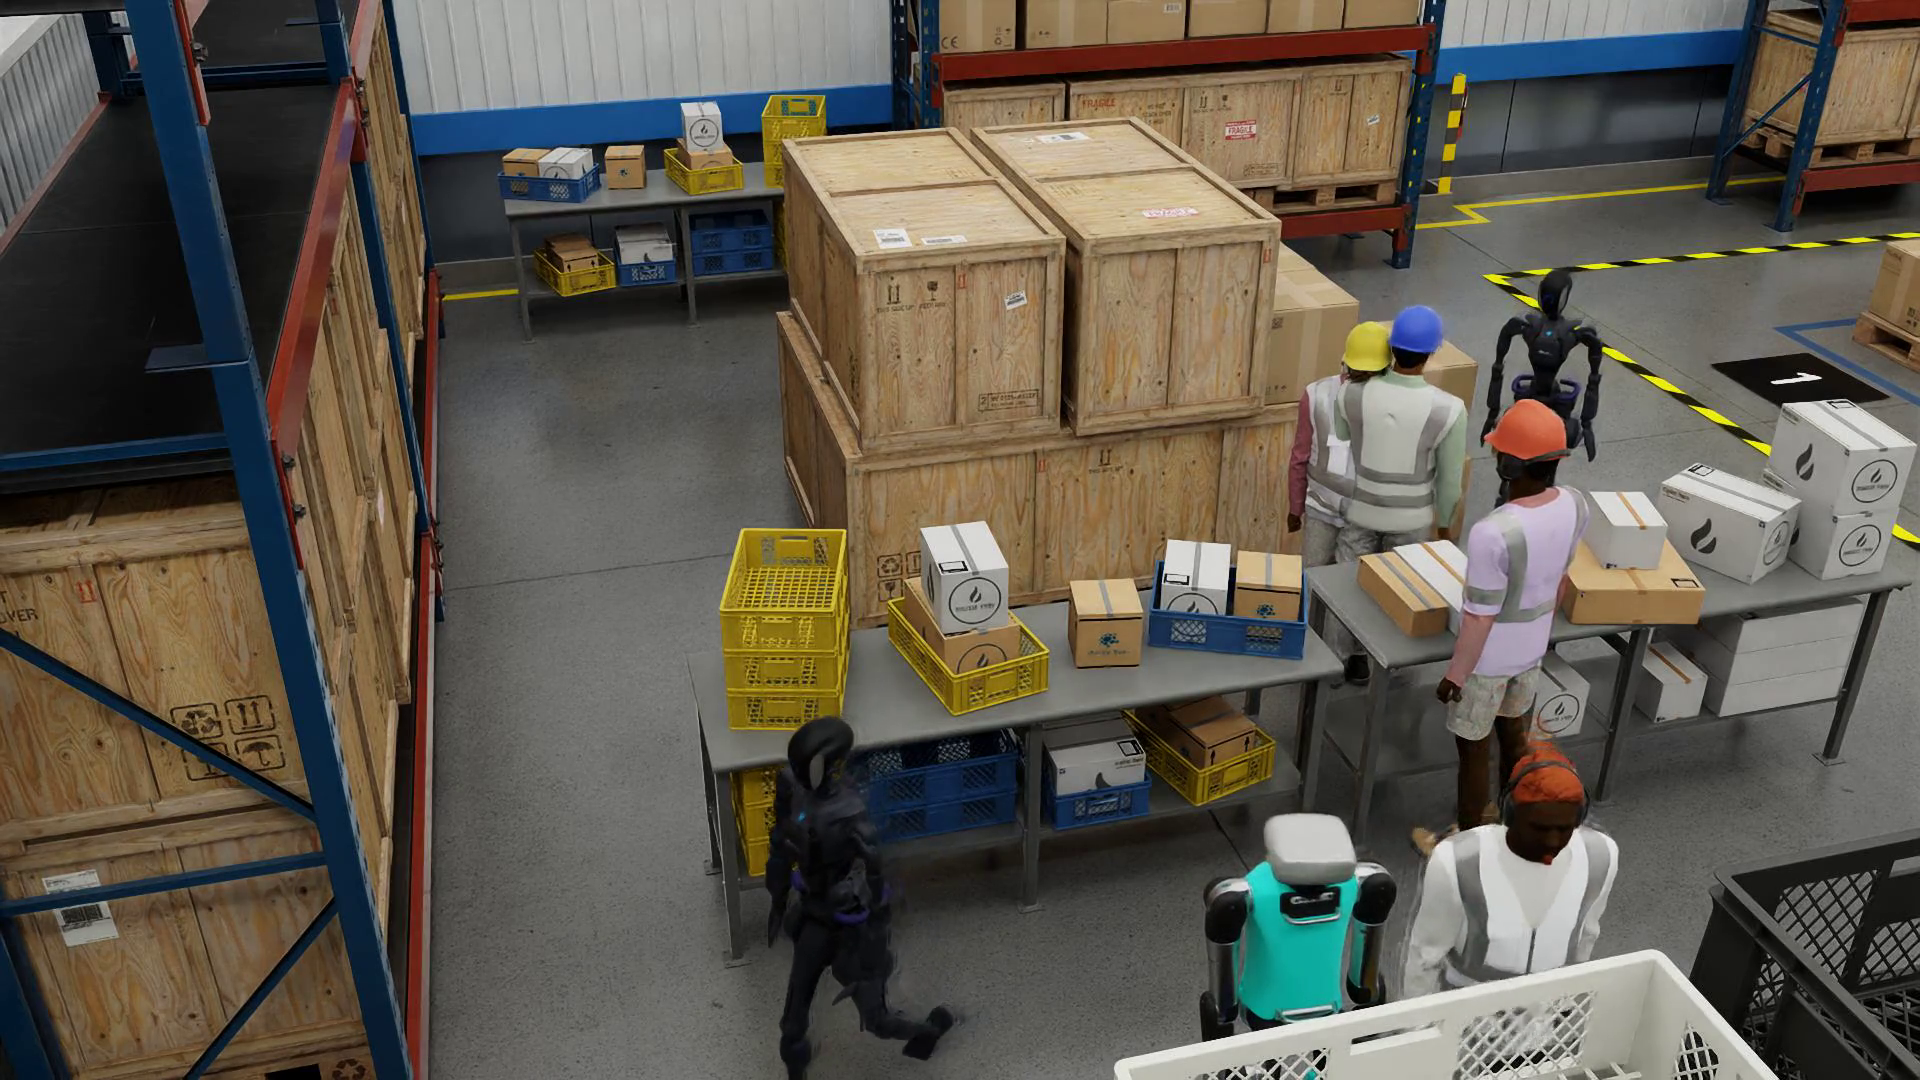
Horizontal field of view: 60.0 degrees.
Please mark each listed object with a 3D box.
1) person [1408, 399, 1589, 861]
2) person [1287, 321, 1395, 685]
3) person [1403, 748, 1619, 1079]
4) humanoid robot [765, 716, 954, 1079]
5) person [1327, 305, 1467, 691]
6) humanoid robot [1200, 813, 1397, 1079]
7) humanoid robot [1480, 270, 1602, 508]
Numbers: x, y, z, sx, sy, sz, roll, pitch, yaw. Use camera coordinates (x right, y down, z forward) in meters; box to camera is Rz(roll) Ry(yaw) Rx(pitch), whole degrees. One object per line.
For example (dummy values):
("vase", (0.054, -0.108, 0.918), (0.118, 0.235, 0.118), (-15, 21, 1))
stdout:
("person", (2.103, 0.403, 6.549), (0.613, 2.040, 0.387), (-20, 35, -32))
("person", (1.823, -0.160, 7.785), (0.595, 1.832, 0.404), (4, 29, 7))
("person", (1.594, 1.405, 4.948), (0.586, 1.833, 0.915), (-1, 29, -1))
("humanoid robot", (-0.364, 1.240, 5.469), (0.778, 1.641, 0.586), (-26, 38, -38))
("person", (1.975, -0.142, 7.667), (0.633, 1.947, 0.395), (11, 31, 20))
("humanoid robot", (0.967, 1.603, 4.580), (0.532, 1.693, 0.731), (-5, 29, -9))
("humanoid robot", (3.128, -0.664, 8.922), (0.609, 1.634, 0.791), (13, 32, 23))
